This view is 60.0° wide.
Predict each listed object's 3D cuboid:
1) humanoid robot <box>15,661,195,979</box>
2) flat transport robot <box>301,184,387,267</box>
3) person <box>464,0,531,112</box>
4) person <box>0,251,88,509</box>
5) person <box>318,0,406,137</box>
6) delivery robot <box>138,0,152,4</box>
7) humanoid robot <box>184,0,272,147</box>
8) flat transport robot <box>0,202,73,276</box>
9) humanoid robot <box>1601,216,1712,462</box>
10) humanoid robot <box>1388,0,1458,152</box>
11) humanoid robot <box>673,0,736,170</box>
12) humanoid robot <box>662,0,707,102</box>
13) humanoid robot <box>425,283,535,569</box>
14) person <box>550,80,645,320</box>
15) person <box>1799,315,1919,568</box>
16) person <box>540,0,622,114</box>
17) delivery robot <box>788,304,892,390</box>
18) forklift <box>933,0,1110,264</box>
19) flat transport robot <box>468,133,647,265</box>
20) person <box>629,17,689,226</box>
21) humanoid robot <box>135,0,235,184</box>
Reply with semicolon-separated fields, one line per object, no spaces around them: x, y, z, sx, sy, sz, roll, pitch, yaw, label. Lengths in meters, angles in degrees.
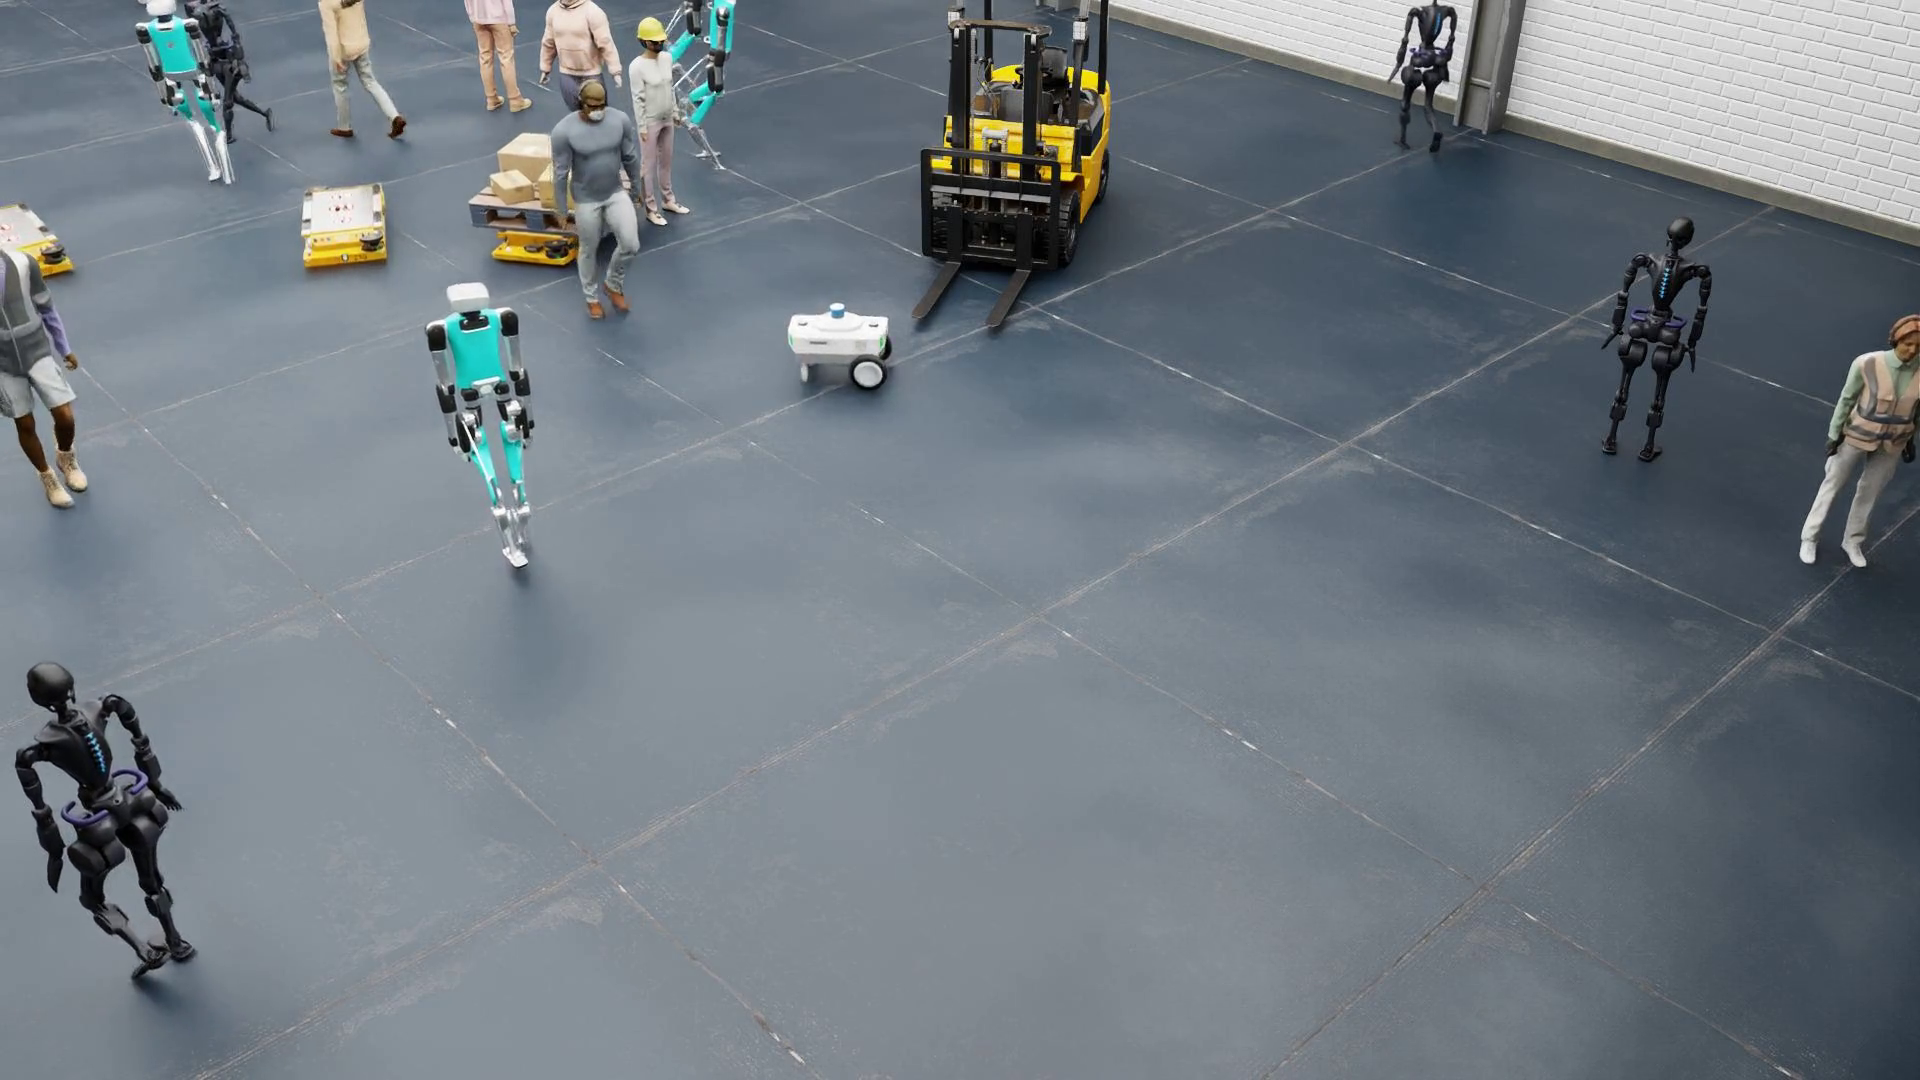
-3.594;1.188;7.055;0.368;1.642;0.611;17;37;24;humanoid robot
-5.323;-2.743;14.389;0.659;0.231;1.431;-9;34;-14;flat transport robot
-4.737;-5.228;16.818;0.525;1.784;0.404;10;34;15;person
-5.795;-1.093;10.242;0.650;2.026;0.449;-24;40;-32;person
-5.877;-4.768;16.057;0.830;1.853;0.561;18;37;25;person
-9.788;-6.933;20.584;0.499;0.614;0.791;25;41;33;delivery robot
-7.103;-4.699;16.149;0.595;1.619;0.714;10;34;14;humanoid robot
-8.041;-2.496;14.010;0.659;0.231;1.431;-24;40;-32;flat transport robot
4.541;-1.327;10.908;0.599;1.657;0.315;17;37;25;humanoid robot
4.423;-4.490;15.798;0.612;1.641;0.582;-8;34;-11;humanoid robot
-2.410;-4.259;15.410;0.764;1.829;0.552;-3;33;-5;humanoid robot
-2.947;-5.248;16.938;0.884;1.832;0.554;-5;33;-7;humanoid robot
-2.687;-0.574;9.724;0.537;1.769;0.906;-17;37;-25;humanoid robot
-2.738;-2.578;12.636;0.746;1.902;0.530;-20;38;-28;person
5.376;-0.575;9.801;0.521;1.636;0.309;4;33;7;person
-3.500;-4.356;15.419;0.819;1.853;0.434;8;34;12;person
-0.846;-1.425;12.119;0.786;0.614;0.525;1;33;2;delivery robot
0.570;-3.725;14.138;1.214;2.155;2.313;9;34;13;forklift
-3.436;-2.752;14.403;0.659;0.231;1.431;7;34;11;flat transport robot
-2.605;-3.622;14.367;0.321;1.769;0.523;19;38;26;person
-6.959;-4.068;15.101;0.532;1.800;0.777;-7;34;-10;humanoid robot
